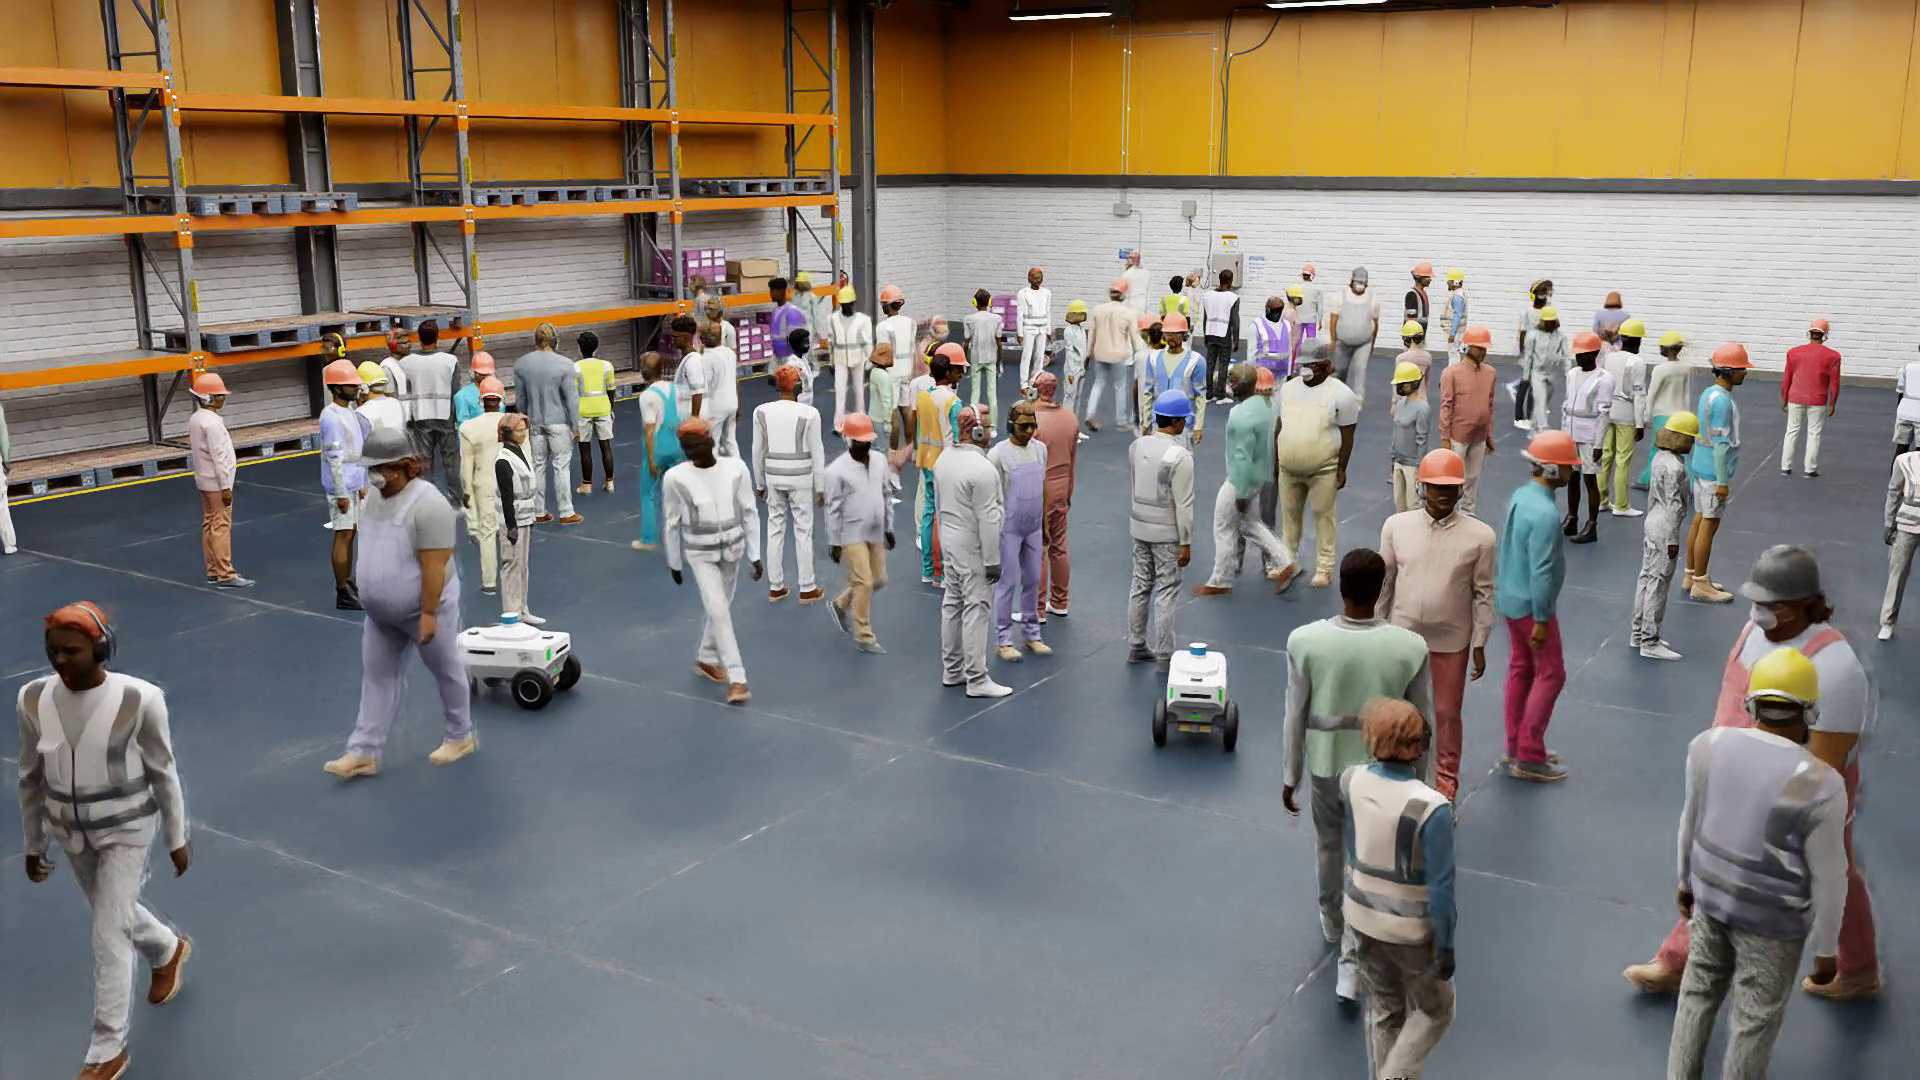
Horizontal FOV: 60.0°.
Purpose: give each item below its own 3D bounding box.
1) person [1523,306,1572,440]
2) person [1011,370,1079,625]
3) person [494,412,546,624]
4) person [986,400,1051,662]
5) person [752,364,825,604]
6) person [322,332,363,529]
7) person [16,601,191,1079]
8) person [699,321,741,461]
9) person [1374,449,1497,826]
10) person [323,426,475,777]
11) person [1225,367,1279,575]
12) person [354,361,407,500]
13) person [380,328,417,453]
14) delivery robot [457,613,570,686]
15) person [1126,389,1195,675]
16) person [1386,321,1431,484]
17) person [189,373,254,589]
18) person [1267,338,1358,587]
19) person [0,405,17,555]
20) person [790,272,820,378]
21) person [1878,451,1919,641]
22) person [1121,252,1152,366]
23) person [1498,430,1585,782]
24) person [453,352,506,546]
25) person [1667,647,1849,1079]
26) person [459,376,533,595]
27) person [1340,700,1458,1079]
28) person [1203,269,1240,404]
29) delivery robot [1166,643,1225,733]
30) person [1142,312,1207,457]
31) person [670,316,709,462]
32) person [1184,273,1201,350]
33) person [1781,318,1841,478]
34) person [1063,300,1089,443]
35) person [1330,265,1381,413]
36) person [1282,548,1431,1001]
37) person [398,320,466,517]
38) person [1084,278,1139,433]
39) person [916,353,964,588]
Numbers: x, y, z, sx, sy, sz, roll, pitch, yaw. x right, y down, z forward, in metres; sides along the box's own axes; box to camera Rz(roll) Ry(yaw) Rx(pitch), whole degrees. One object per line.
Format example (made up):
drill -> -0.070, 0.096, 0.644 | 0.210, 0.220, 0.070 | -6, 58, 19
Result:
person -> 7.128, -1.984, 20.183 | 0.504, 1.687, 0.926 | -2, 13, -7
person -> 0.603, -0.322, 12.496 | 0.404, 1.906, 0.651 | 11, 17, 40
person -> -3.260, -0.123, 12.227 | 0.307, 1.637, 0.519 | 0, 13, -2
person -> 0.410, -0.067, 11.553 | 0.518, 1.836, 0.347 | -10, 16, -36
person -> -1.333, -0.435, 13.035 | 0.585, 1.882, 0.337 | 4, 14, 16
person -> -5.775, -1.008, 15.558 | 0.534, 1.868, 0.309 | 8, 15, 31
person -> -3.290, 1.106, 6.459 | 0.584, 1.846, 0.967 | 1, 13, 5
person -> -2.463, -1.336, 17.054 | 0.398, 1.834, 0.571 | 7, 15, 27
person -> 2.458, 0.505, 8.711 | 0.620, 1.996, 0.372 | 6, 14, 24
person -> -3.169, 0.342, 9.320 | 0.702, 2.000, 0.946 | 7, 15, 28
person -> 2.500, -0.574, 13.920 | 0.563, 1.752, 0.327 | 2, 13, 8
person -> -4.763, -0.548, 13.641 | 0.404, 1.829, 0.600 | 4, 14, 16
person -> -5.428, -1.127, 16.118 | 0.390, 1.847, 0.563 | -1, 13, -3
delivery robot -> -2.904, 0.715, 10.756 | 0.707, 0.478, 0.477 | 3, 13, 11
person -> 1.376, -0.055, 11.275 | 0.414, 1.941, 0.607 | -8, 15, -32
person -> 4.796, -1.458, 17.753 | 0.518, 1.757, 0.339 | -9, 16, -35
person -> -6.037, -0.481, 13.524 | 0.320, 1.750, 0.560 | -11, 17, -38
person -> 2.837, -0.635, 13.560 | 0.685, 2.000, 0.535 | 10, 16, 38
person -> -8.559, -0.646, 14.496 | 0.515, 1.636, 0.315 | -9, 16, -34
person -> -2.424, -3.353, 26.096 | 0.482, 1.702, 0.901 | 9, 15, 33
person -> 6.925, -0.063, 11.960 | 0.514, 1.641, 0.307 | 6, 14, 23
person -> 2.901, -3.881, 27.937 | 0.651, 1.905, 0.409 | -10, 17, -38
person -> 3.259, 0.358, 9.394 | 0.446, 1.983, 0.655 | 0, 13, 2
person -> -4.285, -0.833, 15.055 | 0.339, 1.746, 0.569 | 8, 15, 32
person -> 2.775, 1.267, 5.803 | 0.406, 1.821, 0.630 | -7, 15, -27
person -> -3.712, -0.437, 13.328 | 0.573, 1.749, 0.332 | -6, 14, -25
person -> 1.531, 1.356, 5.876 | 0.391, 1.611, 0.551 | -8, 15, -31
person -> 3.700, -2.878, 23.595 | 0.593, 1.907, 0.415 | 11, 17, 39
delivery robot -> 1.438, 0.867, 10.095 | 0.477, 0.478, 0.707 | 2, 13, 9
person -> 1.995, -1.117, 15.636 | 0.616, 2.046, 0.366 | 7, 15, 29
person -> -2.619, -1.188, 16.135 | 0.361, 1.957, 0.614 | -3, 13, -13
person -> 3.673, -3.437, 26.600 | 0.314, 1.636, 0.514 | 1, 13, 6
person -> 9.301, -1.555, 18.210 | 0.574, 1.742, 0.355 | 9, 16, 35
person -> 1.431, -2.080, 20.478 | 0.287, 1.746, 0.487 | 6, 14, 23
person -> 5.462, -2.823, 23.051 | 0.681, 2.000, 0.833 | 3, 13, 12
person -> 1.672, 0.956, 7.040 | 0.610, 1.872, 1.010 | 3, 13, 13
person -> -5.085, -1.157, 16.091 | 0.587, 1.920, 0.390 | -2, 13, -7
person -> 1.925, -2.309, 20.999 | 0.666, 1.962, 0.859 | 7, 15, 28
person -> -0.144, -0.568, 13.536 | 0.392, 1.920, 0.593 | -9, 16, -35
